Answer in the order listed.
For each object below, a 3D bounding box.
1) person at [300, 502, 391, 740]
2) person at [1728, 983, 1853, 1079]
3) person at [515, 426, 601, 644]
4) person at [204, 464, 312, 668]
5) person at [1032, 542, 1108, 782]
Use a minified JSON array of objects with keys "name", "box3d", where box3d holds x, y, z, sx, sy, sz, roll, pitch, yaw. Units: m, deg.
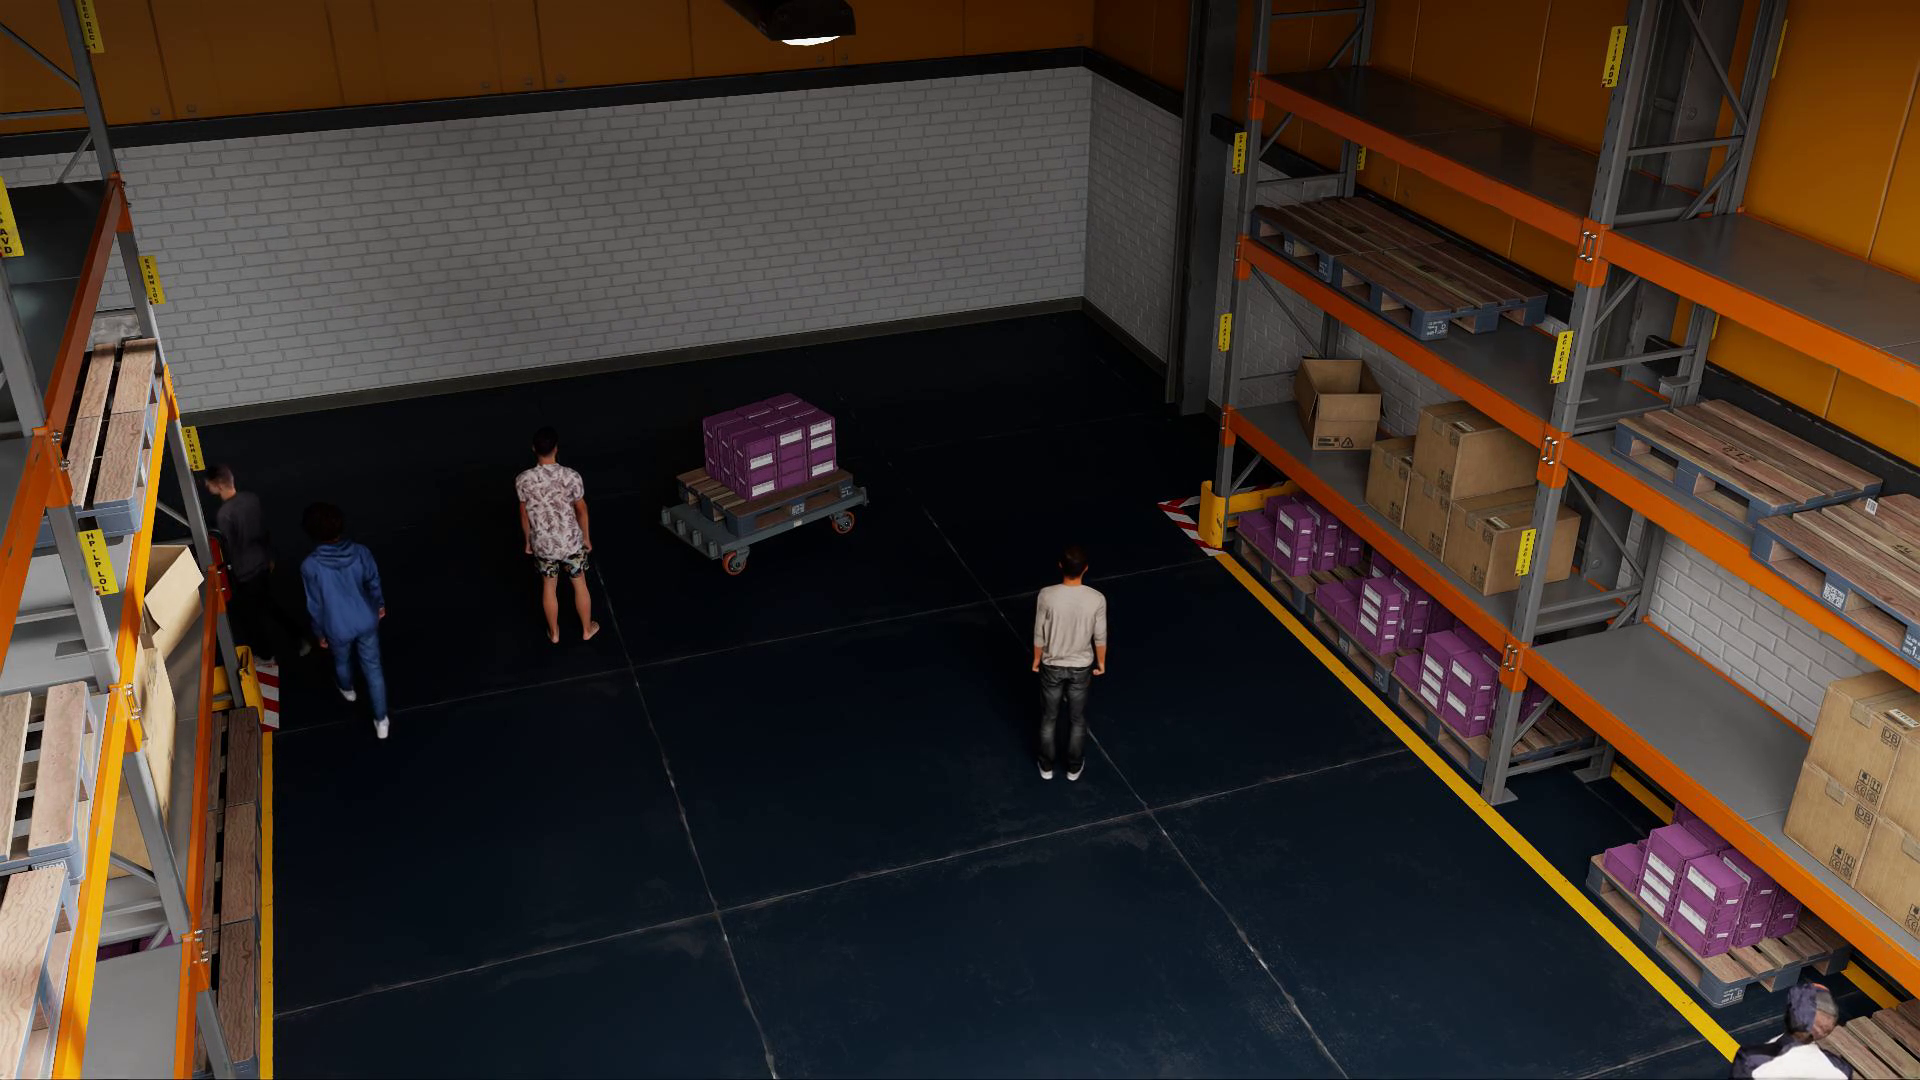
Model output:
[{"name":"person","box3d":[-4.311,0.618,11.774,0.814,1.766,1.124,-14,32,-25]},{"name":"person","box3d":[3.697,2.798,7.648,0.784,1.891,0.766,4,29,7]},{"name":"person","box3d":[-3.126,-0.028,12.907,0.716,1.815,0.634,-3,29,-6]},{"name":"person","box3d":[-5.283,0.233,12.501,0.951,1.746,0.922,8,30,14]},{"name":"person","box3d":[0.726,0.849,11.311,0.726,1.805,0.682,1,29,1]}]
